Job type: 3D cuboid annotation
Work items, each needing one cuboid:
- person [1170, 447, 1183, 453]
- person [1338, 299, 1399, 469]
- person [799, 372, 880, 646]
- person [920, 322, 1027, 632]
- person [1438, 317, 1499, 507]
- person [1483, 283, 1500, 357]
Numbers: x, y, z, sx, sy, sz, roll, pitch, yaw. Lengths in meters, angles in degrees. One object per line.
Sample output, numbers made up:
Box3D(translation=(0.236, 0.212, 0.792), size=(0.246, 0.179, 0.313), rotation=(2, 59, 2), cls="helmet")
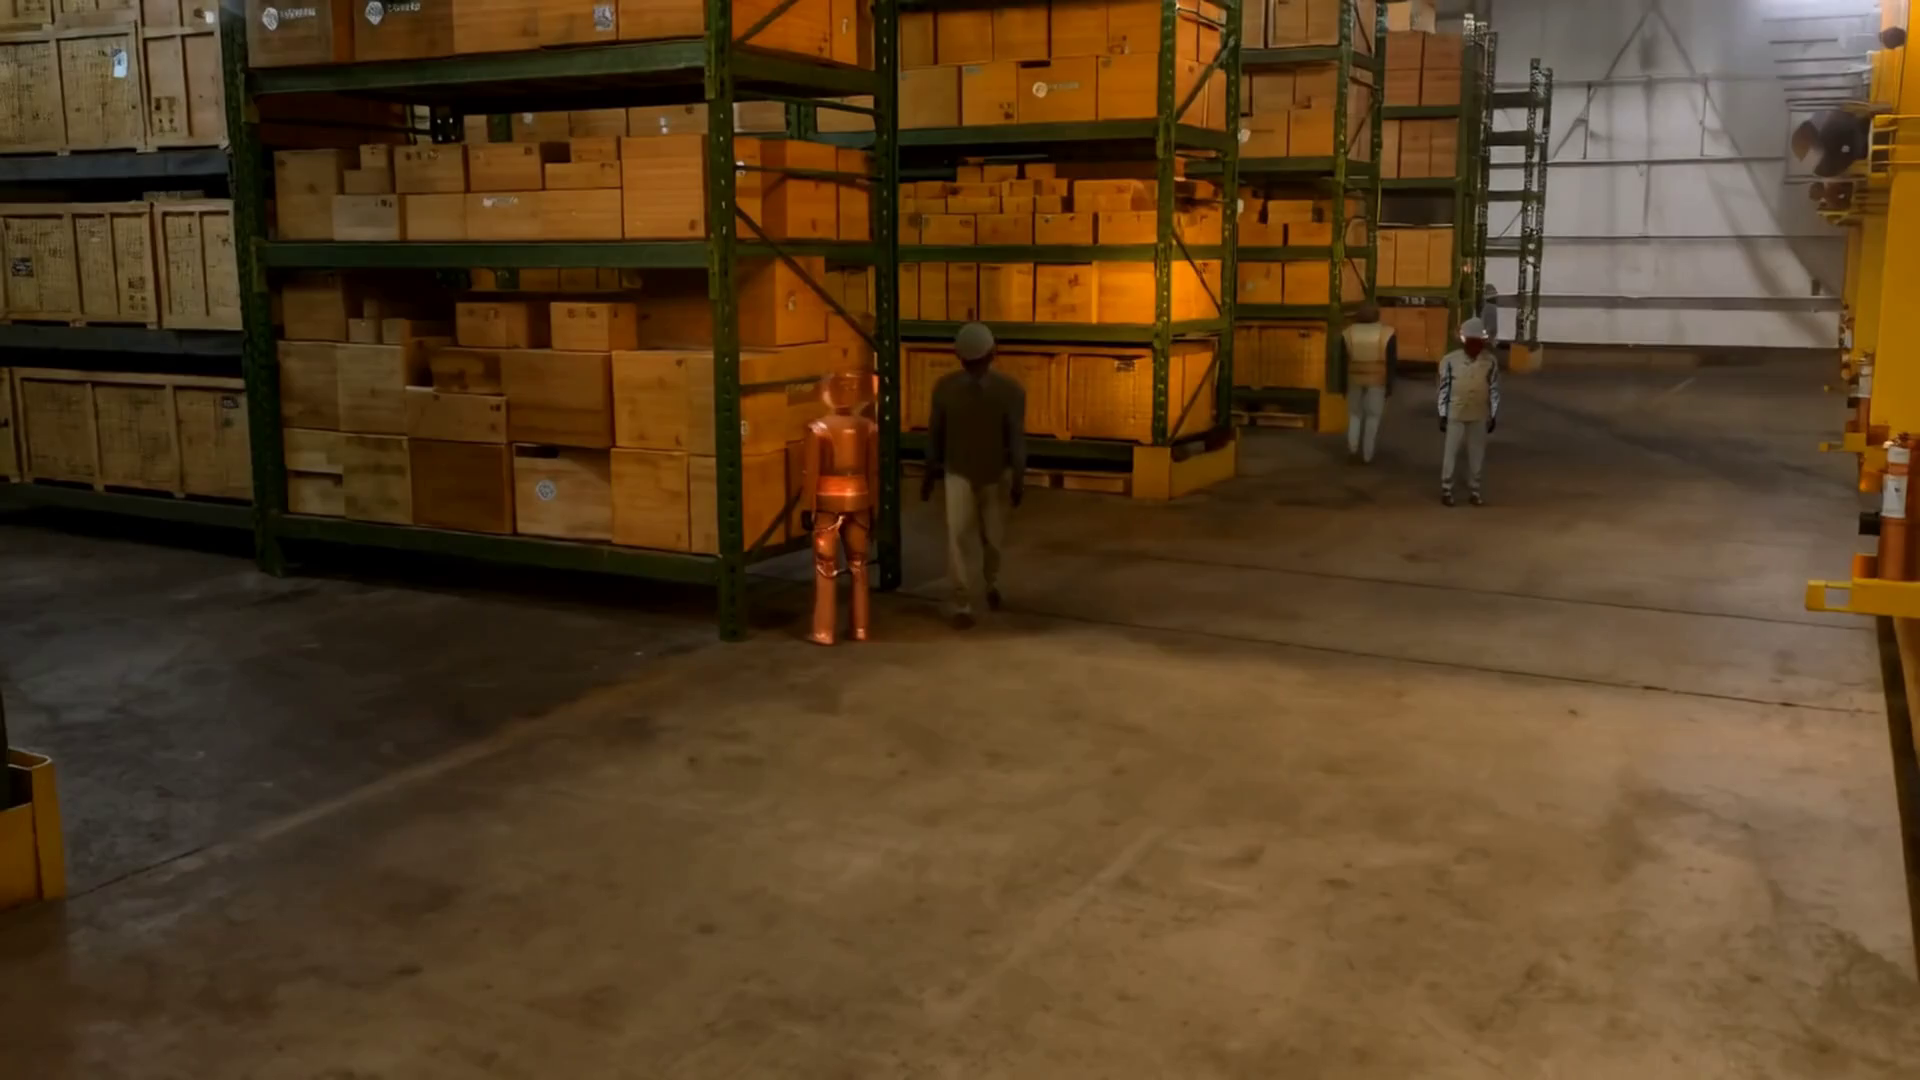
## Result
Box3D(translation=(2.298, -1.872, 18.886), size=(0.752, 1.916, 0.553), rotation=(7, 12, 34), cls="person")
Box3D(translation=(4.467, -1.706, 18.163), size=(0.621, 1.823, 0.696), rotation=(4, 11, 24), cls="person")
Box3D(translation=(-0.706, -0.181, 9.910), size=(0.528, 1.630, 0.315), rotation=(-6, 12, -32), cls="person")
Box3D(translation=(0.098, -0.443, 10.603), size=(0.680, 1.925, 1.031), rotation=(1, 10, 6), cls="person")
Box3D(translation=(4.671, -1.166, 15.275), size=(0.564, 1.745, 0.349), rotation=(-1, 10, -3), cls="person")
Box3D(translation=(10.306, -4.114, 32.350), size=(0.292, 1.745, 0.487), rotation=(8, 12, 37), cls="person")
